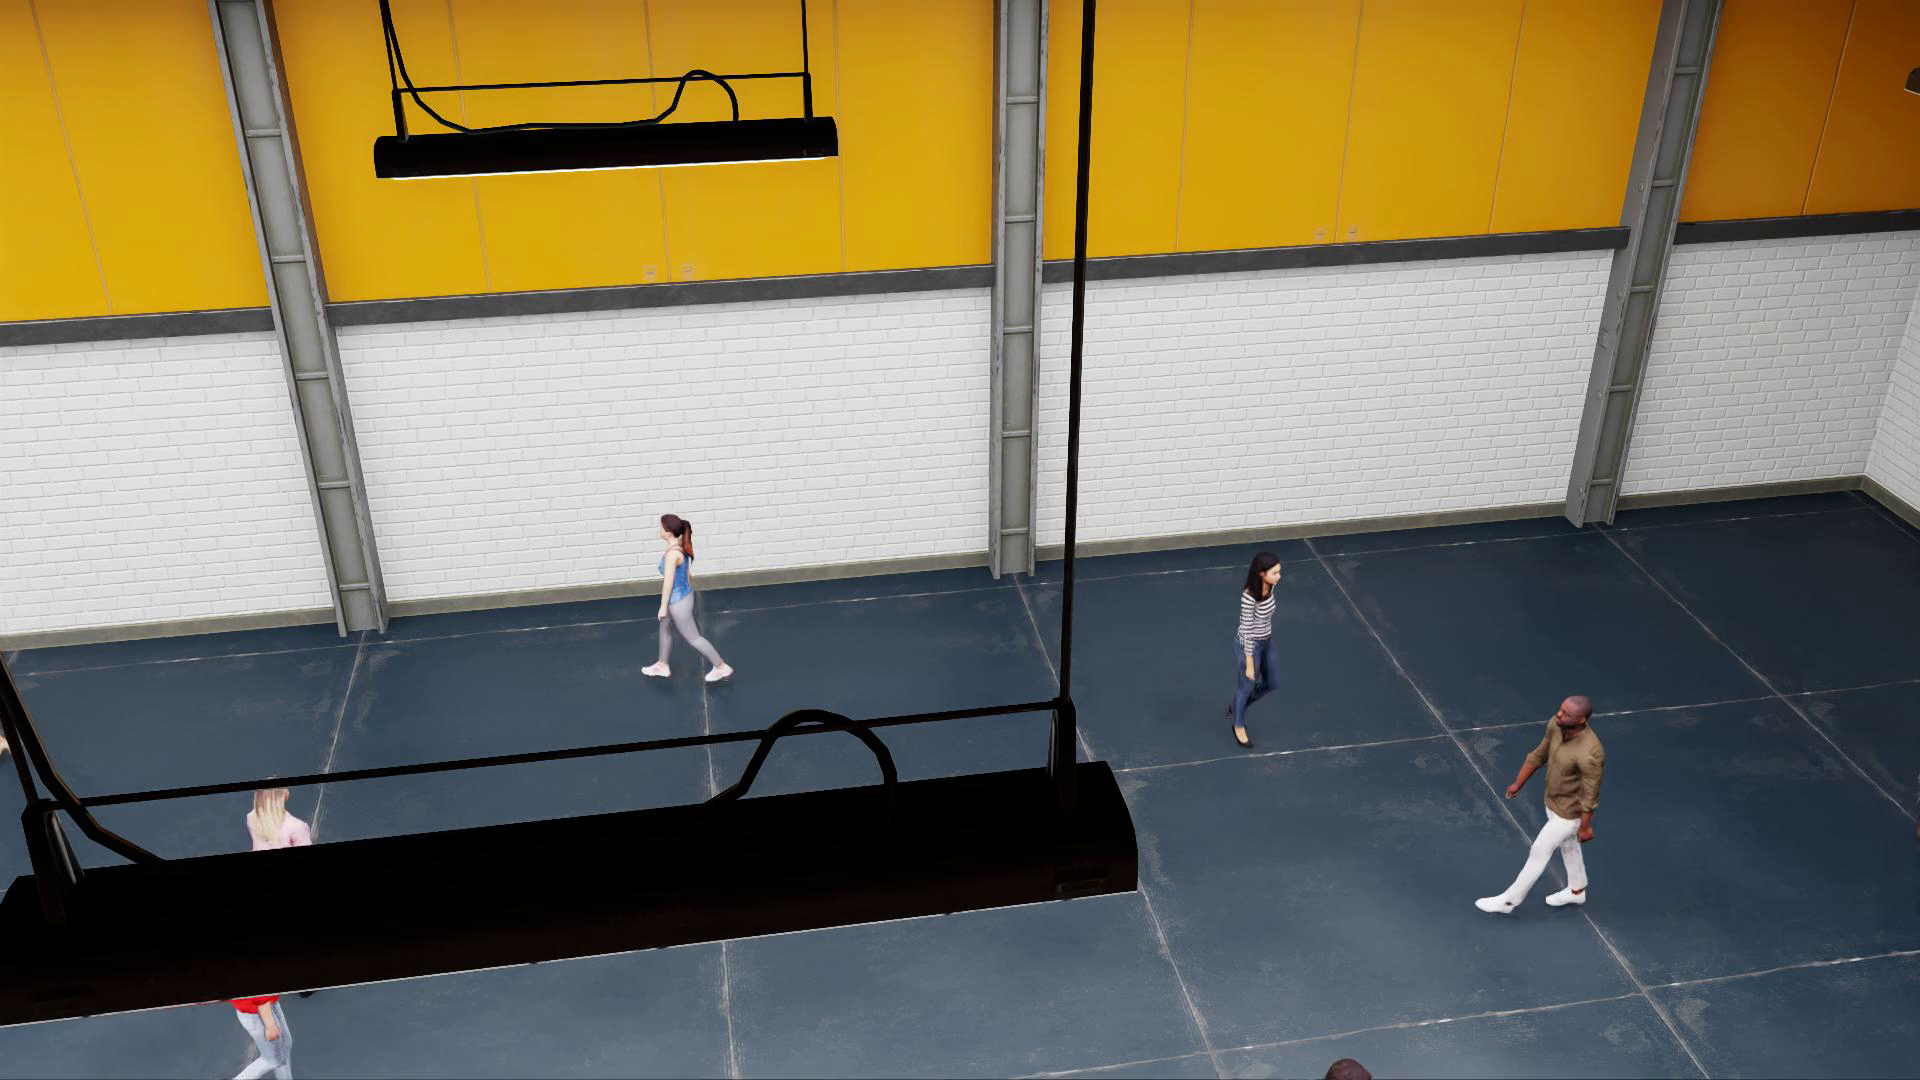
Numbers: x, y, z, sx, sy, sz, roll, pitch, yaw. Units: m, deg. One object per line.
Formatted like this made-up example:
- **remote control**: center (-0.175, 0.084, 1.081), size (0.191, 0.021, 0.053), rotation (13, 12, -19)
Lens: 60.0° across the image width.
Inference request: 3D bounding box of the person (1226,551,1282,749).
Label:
- **person**: center (2.232, 0.859, 13.126), size (0.799, 1.779, 0.735), rotation (22, 35, 34)

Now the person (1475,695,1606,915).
- **person**: center (4.218, 1.815, 11.367), size (1.111, 1.786, 0.823), rotation (-1, 29, -1)

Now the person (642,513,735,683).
- **person**: center (-2.281, 0.532, 13.941), size (1.094, 1.572, 0.737), rotation (2, 29, 3)

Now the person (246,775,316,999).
- **person**: center (-4.344, 2.263, 10.661), size (0.710, 1.673, 0.791), rotation (12, 31, 21)
